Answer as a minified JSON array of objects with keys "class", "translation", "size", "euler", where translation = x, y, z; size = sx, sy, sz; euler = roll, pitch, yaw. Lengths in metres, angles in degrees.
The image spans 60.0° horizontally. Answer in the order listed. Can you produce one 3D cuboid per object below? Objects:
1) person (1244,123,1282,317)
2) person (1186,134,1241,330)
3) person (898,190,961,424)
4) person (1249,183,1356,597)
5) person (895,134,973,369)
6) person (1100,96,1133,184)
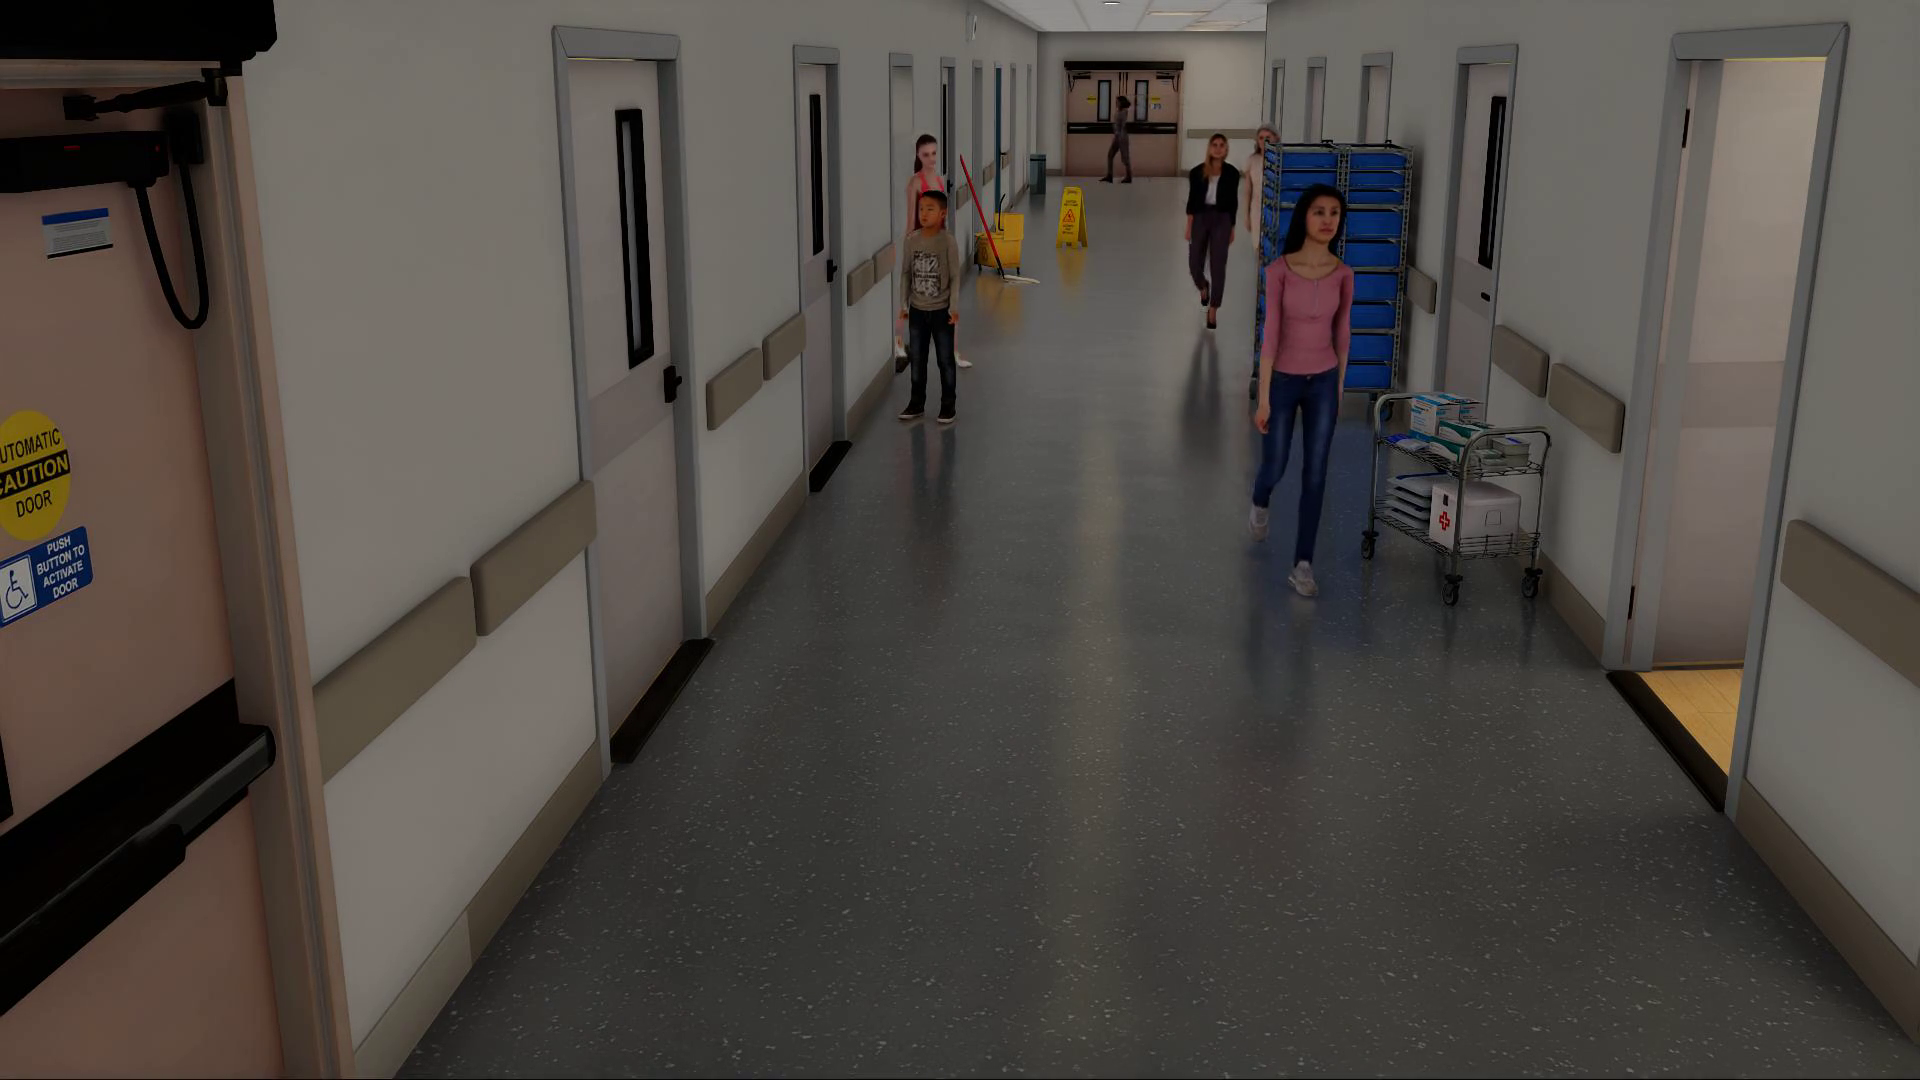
[{"class":"person","translation":[2.817,-2.908,15.236],"size":[0.613,1.690,1.164],"euler":[1,16,4]},{"class":"person","translation":[2.186,-2.694,14.550],"size":[0.653,1.650,0.951],"euler":[3,16,10]},{"class":"person","translation":[-0.174,-1.491,10.626],"size":[0.606,1.464,0.587],"euler":[6,17,20]},{"class":"person","translation":[1.446,-0.660,7.193],"size":[0.648,1.726,0.979],"euler":[-1,16,-4]},{"class":"person","translation":[-0.299,-2.149,12.481],"size":[1.060,1.723,1.068],"euler":[12,20,37]},{"class":"person","translation":[3.284,-7.937,33.074],"size":[0.885,1.688,0.934],"euler":[-6,17,-21]}]
